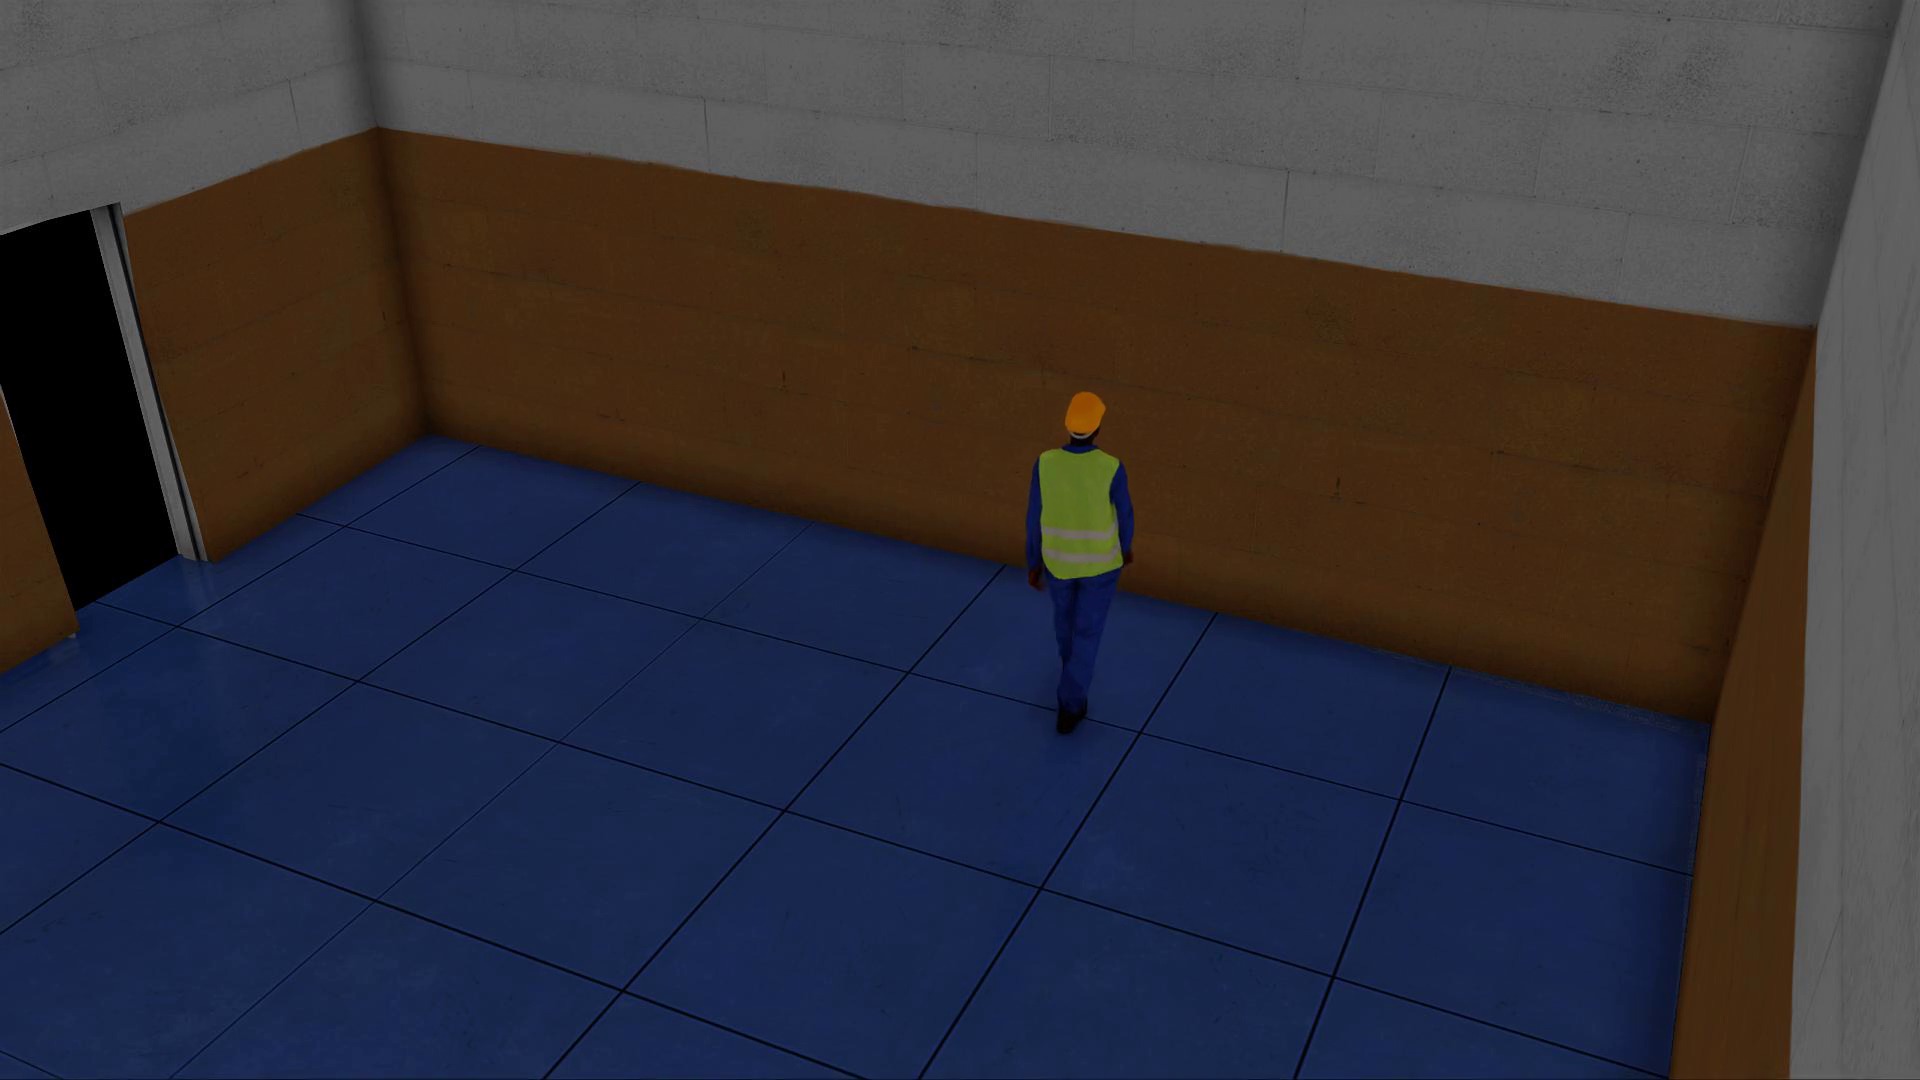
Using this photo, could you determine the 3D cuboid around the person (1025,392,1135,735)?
[{"bbox_3d":[0.574,0.149,8.238,0.930,1.792,0.796,9,30,16],"label":"person"}]
